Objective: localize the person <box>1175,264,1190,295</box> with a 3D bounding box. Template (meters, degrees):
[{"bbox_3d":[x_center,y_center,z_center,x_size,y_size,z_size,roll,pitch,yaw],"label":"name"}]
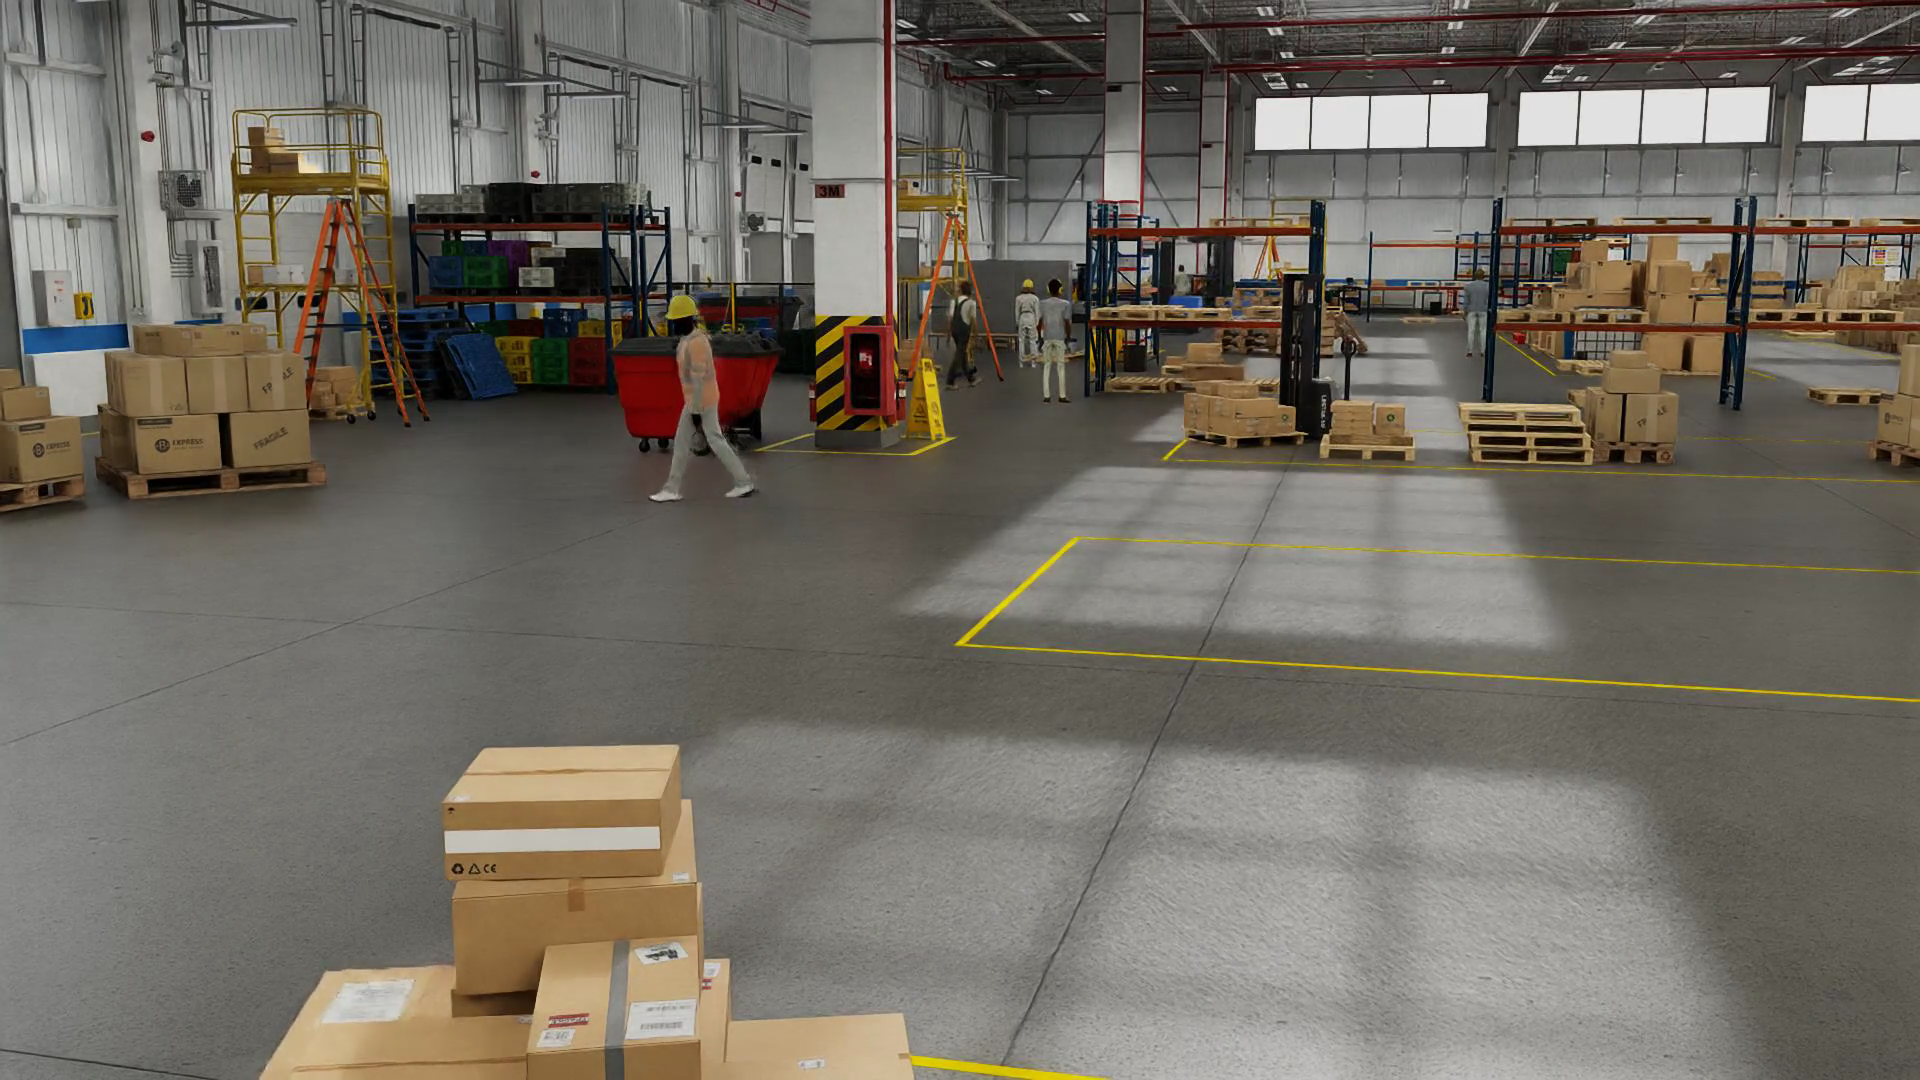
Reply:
[{"bbox_3d":[7.777,-8.736,58.619,0.629,1.937,0.377,3,10,16],"label":"person"}]

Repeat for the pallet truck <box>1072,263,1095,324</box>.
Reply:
[{"bbox_3d":[4.325,-8.180,55.162,0.823,1.965,1.885,6,11,31],"label":"pallet truck"}]

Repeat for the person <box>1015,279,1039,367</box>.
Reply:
[{"bbox_3d":[1.343,-4.309,33.115,0.487,1.744,0.312,3,10,16],"label":"person"}]

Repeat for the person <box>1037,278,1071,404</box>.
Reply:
[{"bbox_3d":[1.402,-2.967,24.844,0.517,1.873,0.334,3,10,16],"label":"person"}]

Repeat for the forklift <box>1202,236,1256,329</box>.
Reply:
[{"bbox_3d":[8.062,-7.855,50.651,1.873,2.768,1.129,-2,10,-12],"label":"forklift"}]

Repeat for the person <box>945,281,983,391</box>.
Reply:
[{"bbox_3d":[0.060,-3.359,27.400,0.516,1.784,0.986,8,13,41],"label":"person"}]

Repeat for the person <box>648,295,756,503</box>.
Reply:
[{"bbox_3d":[-2.315,-1.261,14.867,0.961,1.858,0.636,-4,11,-24],"label":"person"}]

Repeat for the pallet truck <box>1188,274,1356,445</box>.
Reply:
[{"bbox_3d":[3.653,-2.138,19.590,1.885,1.965,0.823,-4,10,-20],"label":"pallet truck"}]

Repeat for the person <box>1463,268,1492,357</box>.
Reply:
[{"bbox_3d":[11.327,-4.965,36.409,0.629,1.940,0.377,3,10,16],"label":"person"}]

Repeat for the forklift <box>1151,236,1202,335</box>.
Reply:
[{"bbox_3d":[5.866,-7.214,46.878,1.873,2.768,1.129,2,10,14],"label":"forklift"}]

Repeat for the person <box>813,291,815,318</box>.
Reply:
[{"bbox_3d":[-3.374,-5.625,41.246,0.527,1.620,0.591,2,10,11],"label":"person"}]
